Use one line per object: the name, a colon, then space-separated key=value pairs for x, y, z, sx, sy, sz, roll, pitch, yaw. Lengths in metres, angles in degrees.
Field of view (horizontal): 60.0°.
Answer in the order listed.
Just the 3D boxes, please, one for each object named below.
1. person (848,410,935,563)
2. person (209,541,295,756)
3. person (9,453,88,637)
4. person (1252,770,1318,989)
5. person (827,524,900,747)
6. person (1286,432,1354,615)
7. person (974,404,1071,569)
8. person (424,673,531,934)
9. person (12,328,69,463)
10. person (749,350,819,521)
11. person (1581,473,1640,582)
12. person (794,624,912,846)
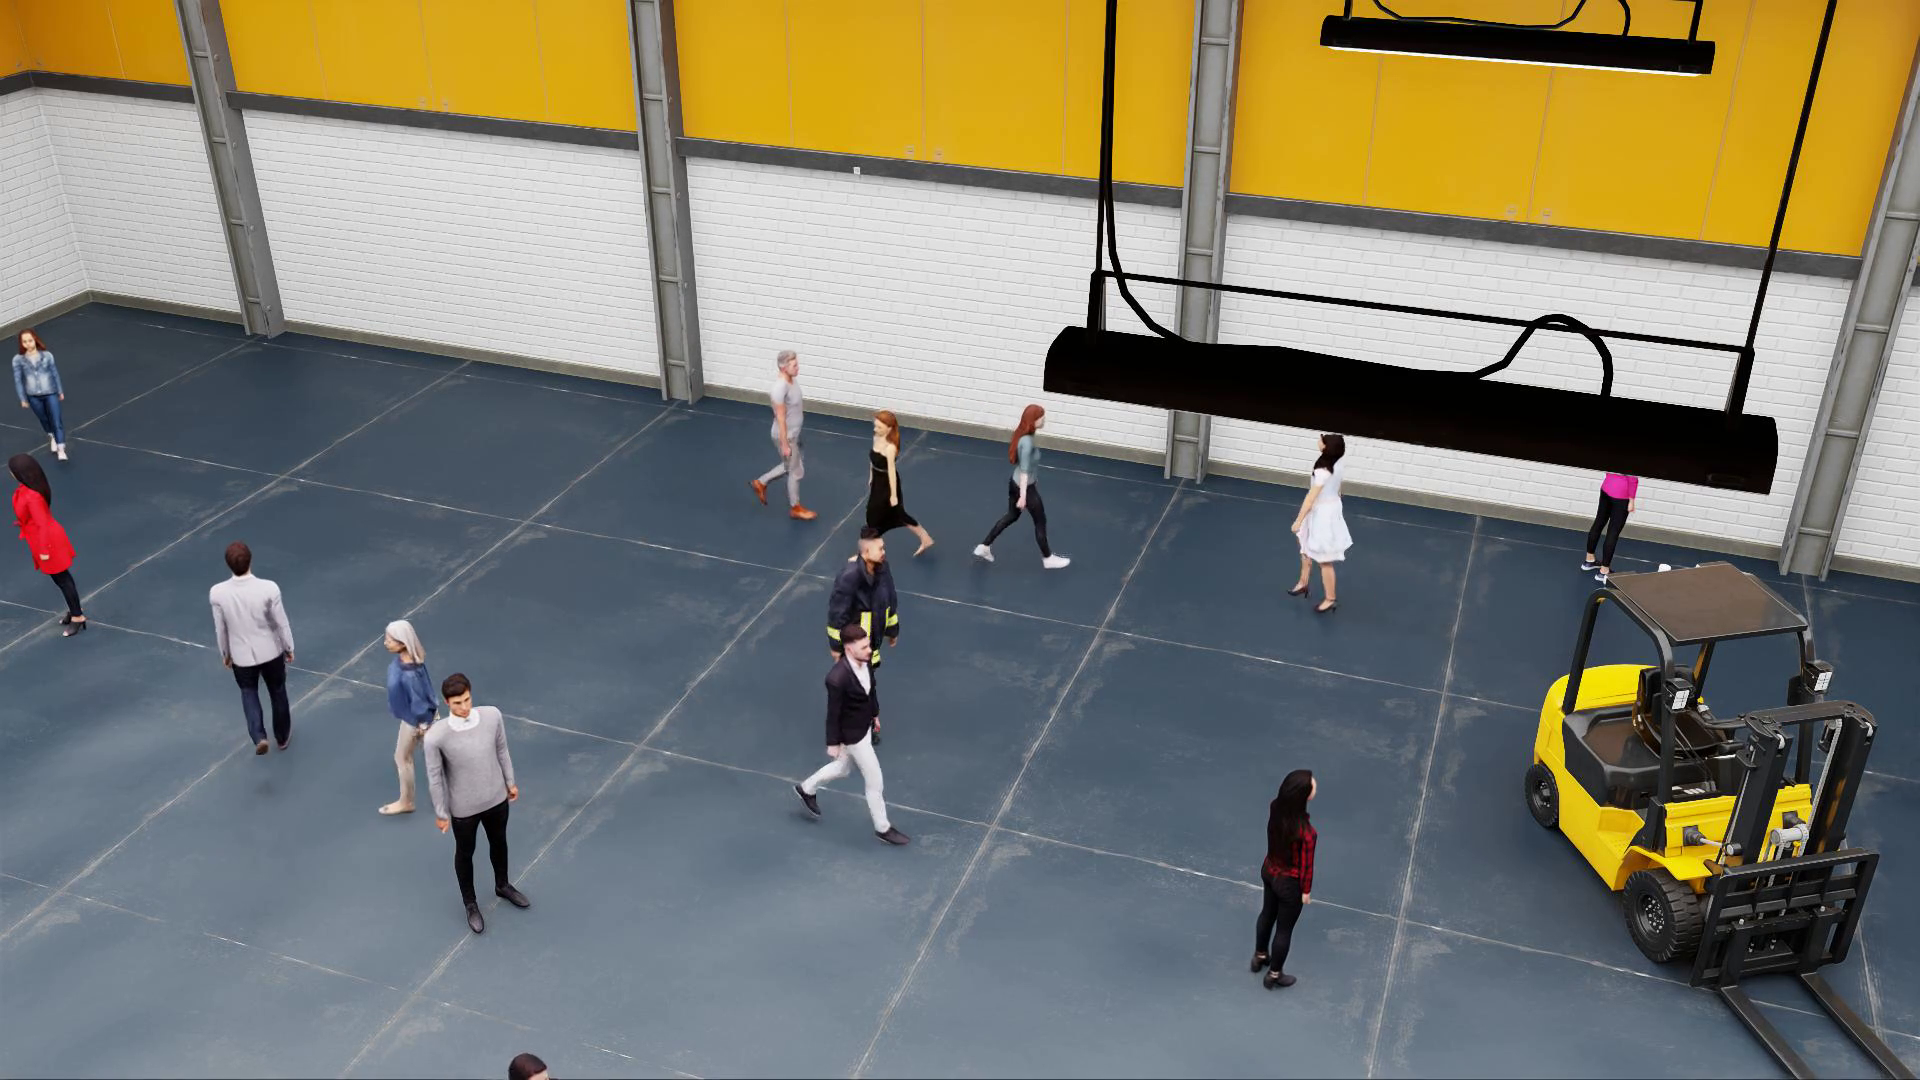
person: x=-0.600 y=-0.499 z=15.663 sx=1.139 sy=1.587 sz=0.971 roll=-7 pitch=29 yaw=-12
person: x=-5.446 y=0.896 z=12.841 sx=0.929 sy=1.842 sz=0.977 roll=-7 pitch=29 yaw=-13
person: x=-7.959 y=0.030 z=14.527 sx=0.797 sy=1.748 sz=0.734 roll=-13 pitch=31 yaw=-23
person: x=2.077 y=2.176 z=10.693 sx=0.713 sy=1.651 sz=0.648 roll=-13 pitch=31 yaw=-23
person: x=-0.860 y=0.726 z=13.155 sx=0.905 sy=1.839 sz=0.879 roll=25 pitch=38 yaw=38
person: x=3.307 y=-0.115 z=14.742 sx=0.893 sy=1.797 sz=0.745 roll=16 pitch=32 yaw=26
person: x=0.534 y=-0.464 z=15.474 sx=1.228 sy=1.708 sz=0.952 roll=-2 pitch=29 yaw=-3
person: x=-3.275 y=1.723 z=11.241 sx=0.834 sy=1.922 sz=0.811 roll=-23 pitch=36 yaw=-35
person: x=-9.815 y=-1.570 z=17.778 sx=0.983 sy=1.443 sz=1.043 roll=-13 pitch=31 yaw=-22
person: x=-1.790 y=-1.034 z=16.424 sx=1.026 sy=1.799 sz=0.816 roll=4 pitch=29 yaw=8
person: x=6.086 y=-0.436 z=15.433 sx=0.730 sy=1.699 sz=0.693 roll=-7 pitch=29 yaw=-12
person: x=-0.854 y=1.369 z=12.021 sx=1.211 sy=1.797 sz=0.679 roll=11 pitch=30 yaw=19
